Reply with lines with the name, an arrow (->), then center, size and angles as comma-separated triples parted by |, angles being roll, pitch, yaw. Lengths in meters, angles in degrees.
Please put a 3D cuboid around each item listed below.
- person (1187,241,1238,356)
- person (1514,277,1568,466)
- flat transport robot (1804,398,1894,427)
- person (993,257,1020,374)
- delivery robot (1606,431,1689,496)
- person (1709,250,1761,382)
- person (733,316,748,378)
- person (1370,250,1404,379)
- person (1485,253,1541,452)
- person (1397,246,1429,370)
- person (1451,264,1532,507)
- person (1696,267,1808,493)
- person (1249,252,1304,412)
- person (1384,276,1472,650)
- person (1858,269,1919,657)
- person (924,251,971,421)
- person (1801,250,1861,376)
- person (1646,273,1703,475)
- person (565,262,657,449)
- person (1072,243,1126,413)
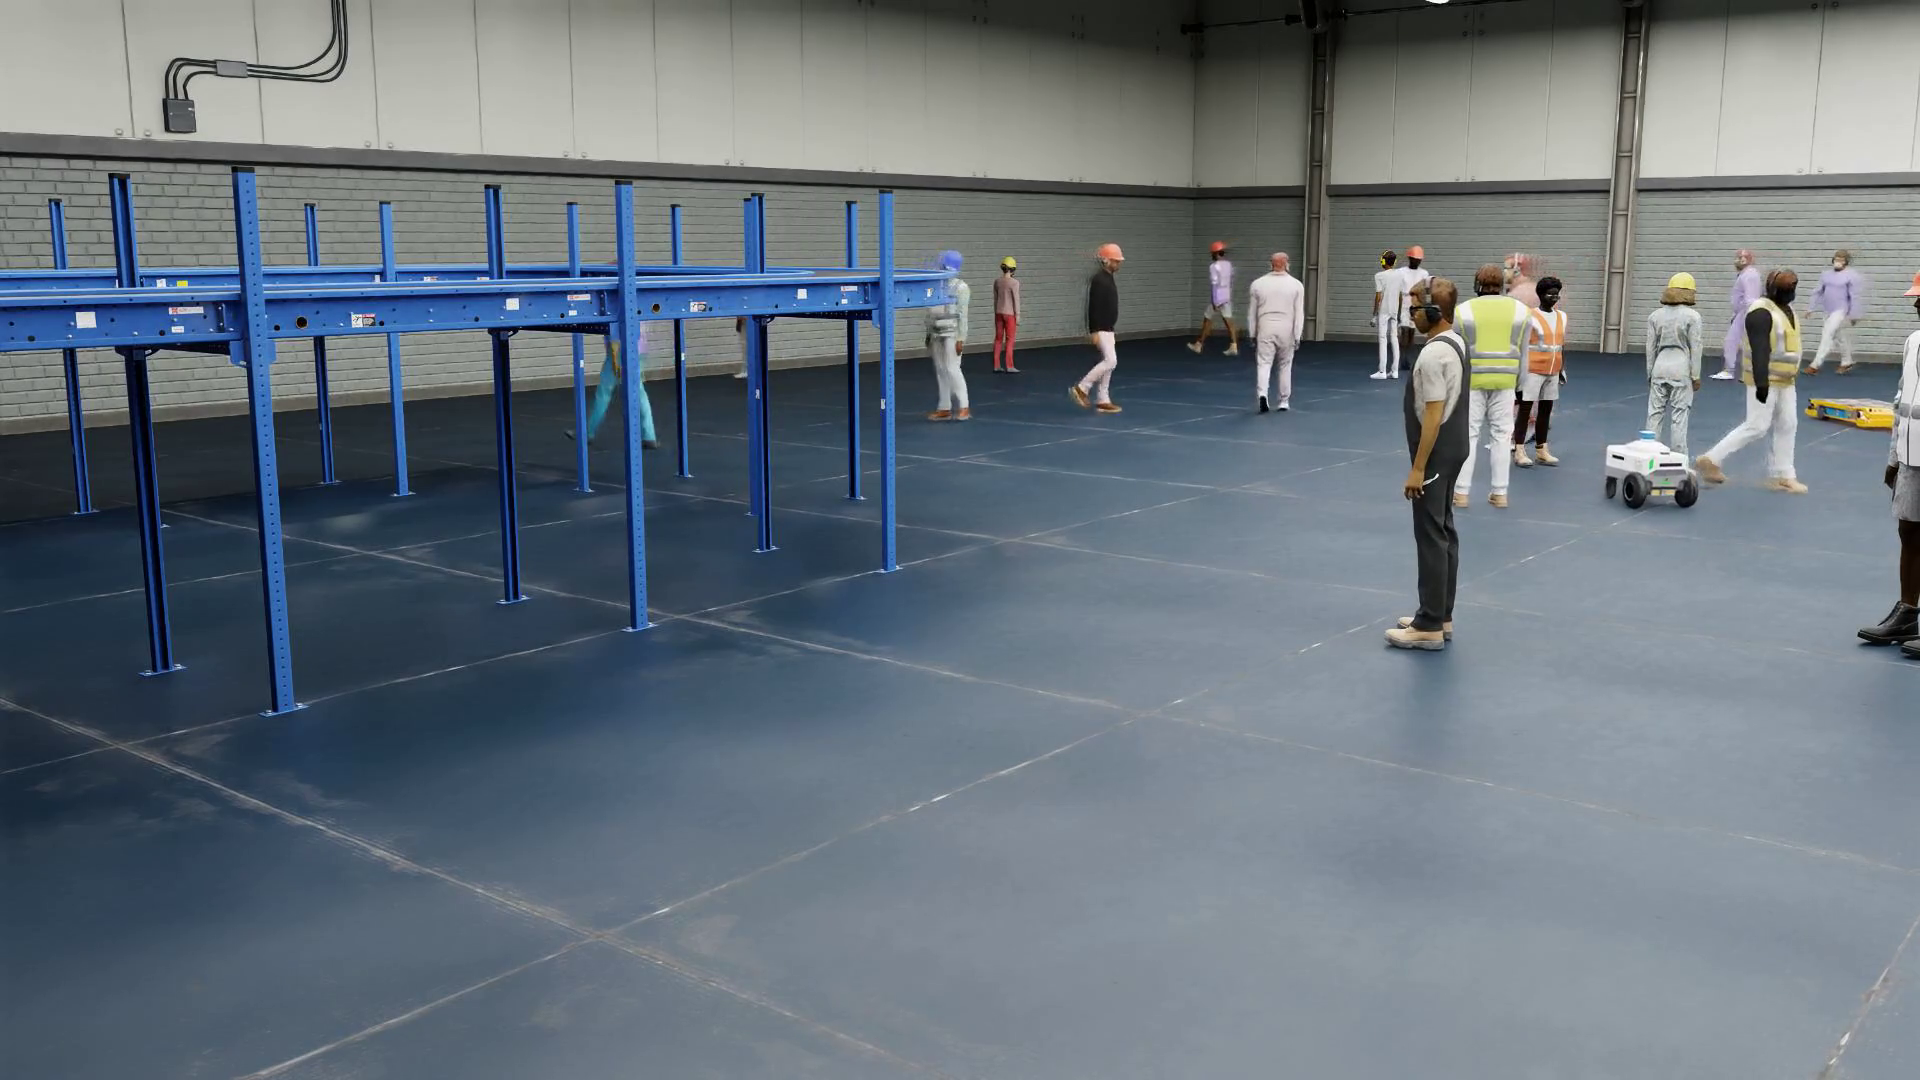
person -> 4.516, -4.251, 29.306 | 0.616, 1.986, 1.060 | -8, 13, -39
person -> 5.227, -1.514, 14.953 | 0.533, 1.692, 0.319 | -4, 11, -22
flat transport robot -> 10.070, -1.425, 18.519 | 0.652, 0.197, 1.431 | 0, 10, 2
person -> 0.727, -3.435, 25.427 | 0.349, 1.758, 0.521 | -10, 14, -43
delivery robot -> 5.318, -0.598, 12.887 | 0.477, 0.478, 0.707 | -1, 10, -7
person -> 11.120, -3.190, 23.742 | 0.818, 1.872, 0.713 | 6, 12, 29
person -> -3.033, -3.128, 24.123 | 0.589, 1.611, 0.316 | 7, 13, 35
person -> 6.239, -3.296, 24.334 | 0.515, 1.872, 0.333 | -4, 11, -21
person -> 5.298, -1.782, 15.863 | 0.449, 1.890, 0.656 | 6, 12, 30
person -> 7.077, -3.600, 25.881 | 0.573, 1.913, 0.764 | -2, 10, -9
person -> 4.008, -1.175, 12.700 | 0.631, 1.837, 0.429 | 1, 10, 5
person -> 6.461, -1.298, 13.455 | 0.642, 1.813, 0.752 | -8, 13, -39
person -> 3.714, -2.439, 19.602 | 0.647, 1.886, 0.847 | 3, 11, 16
person -> 2.348, -0.386, 8.293 | 0.346, 1.842, 0.506 | 6, 12, 29
person -> 4.716, -0.400, 8.100 | 0.376, 1.935, 0.550 | -2, 10, -9
person -> -0.135, -2.279, 18.652 | 0.405, 1.900, 0.662 | -9, 13, -40
person -> 13.156, -3.409, 24.962 | 1.070, 1.880, 0.650 | -3, 11, -17
person -> 6.149, -1.420, 14.315 | 0.311, 1.735, 0.483 | -8, 13, -38
person -> -3.394, -1.790, 16.190 | 0.939, 1.802, 0.572 | 4, 11, 19
person -> 1.668, -2.471, 19.460 | 0.517, 1.974, 0.647 | 4, 11, 19
